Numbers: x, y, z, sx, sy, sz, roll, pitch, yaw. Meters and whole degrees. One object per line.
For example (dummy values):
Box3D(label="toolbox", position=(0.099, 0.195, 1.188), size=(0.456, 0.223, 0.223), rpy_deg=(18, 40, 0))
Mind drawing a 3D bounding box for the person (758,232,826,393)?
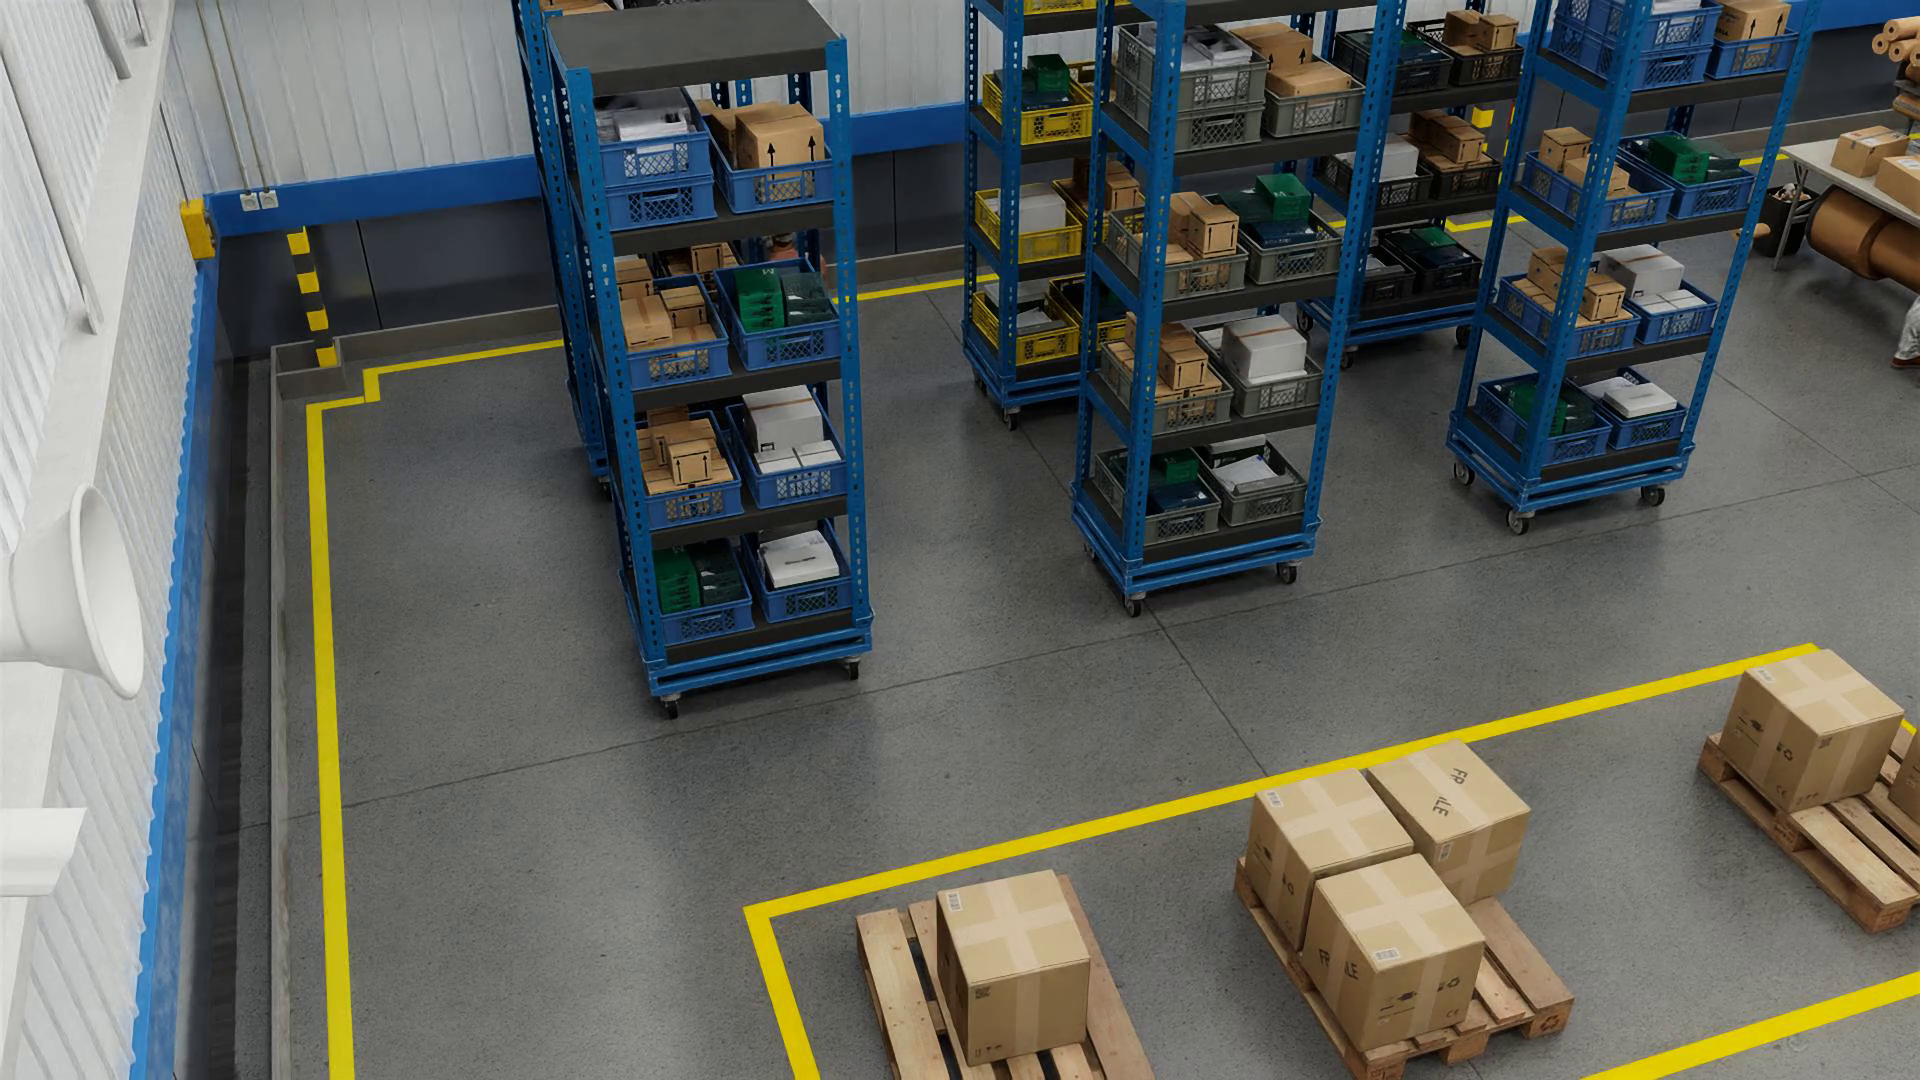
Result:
Box3D(label="person", position=(-1.065, -1.142, 10.182), size=(0.620, 1.982, 0.412), rpy_deg=(-30, 45, -35))

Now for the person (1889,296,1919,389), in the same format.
Box3D(label="person", position=(6.897, -1.960, 11.386), size=(0.375, 1.930, 0.630), rpy_deg=(-6, 36, -8))
